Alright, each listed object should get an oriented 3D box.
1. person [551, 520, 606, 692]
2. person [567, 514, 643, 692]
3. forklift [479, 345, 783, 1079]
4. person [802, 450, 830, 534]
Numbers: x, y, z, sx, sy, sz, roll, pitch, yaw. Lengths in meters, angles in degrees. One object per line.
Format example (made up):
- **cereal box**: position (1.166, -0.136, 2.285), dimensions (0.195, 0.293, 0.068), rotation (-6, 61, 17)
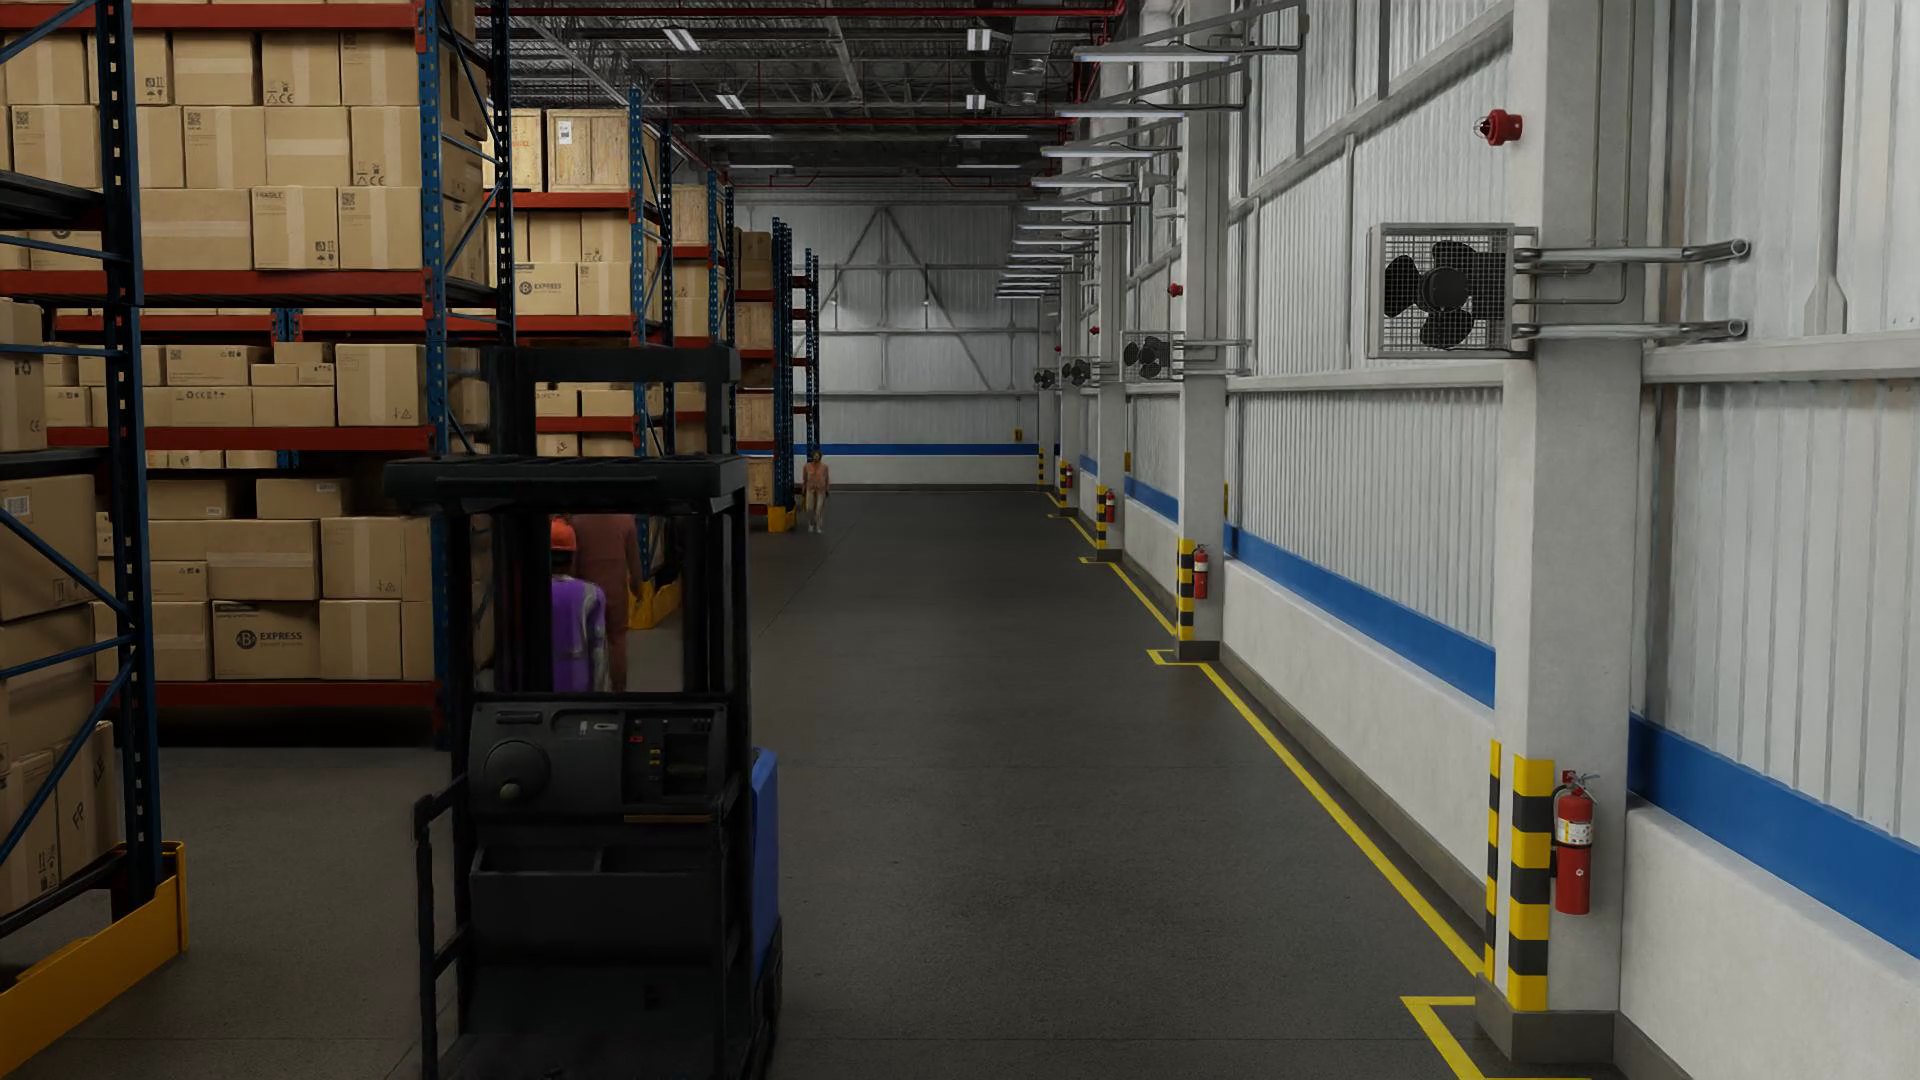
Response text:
- **person**: position (-2.332, 0.842, 9.687), dimensions (0.548, 1.916, 0.796), rotation (-1, 5, -15)
- **person**: position (-3.102, 0.442, 14.496), dimensions (0.727, 1.876, 0.715), rotation (-2, 5, -20)
- **forklift**: position (-1.311, 0.644, 6.413), dimensions (1.129, 2.768, 1.873), rotation (0, 5, 0)
- **person**: position (-2.754, -0.908, 31.796), dimensions (0.531, 1.612, 0.660), rotation (0, 5, -2)
